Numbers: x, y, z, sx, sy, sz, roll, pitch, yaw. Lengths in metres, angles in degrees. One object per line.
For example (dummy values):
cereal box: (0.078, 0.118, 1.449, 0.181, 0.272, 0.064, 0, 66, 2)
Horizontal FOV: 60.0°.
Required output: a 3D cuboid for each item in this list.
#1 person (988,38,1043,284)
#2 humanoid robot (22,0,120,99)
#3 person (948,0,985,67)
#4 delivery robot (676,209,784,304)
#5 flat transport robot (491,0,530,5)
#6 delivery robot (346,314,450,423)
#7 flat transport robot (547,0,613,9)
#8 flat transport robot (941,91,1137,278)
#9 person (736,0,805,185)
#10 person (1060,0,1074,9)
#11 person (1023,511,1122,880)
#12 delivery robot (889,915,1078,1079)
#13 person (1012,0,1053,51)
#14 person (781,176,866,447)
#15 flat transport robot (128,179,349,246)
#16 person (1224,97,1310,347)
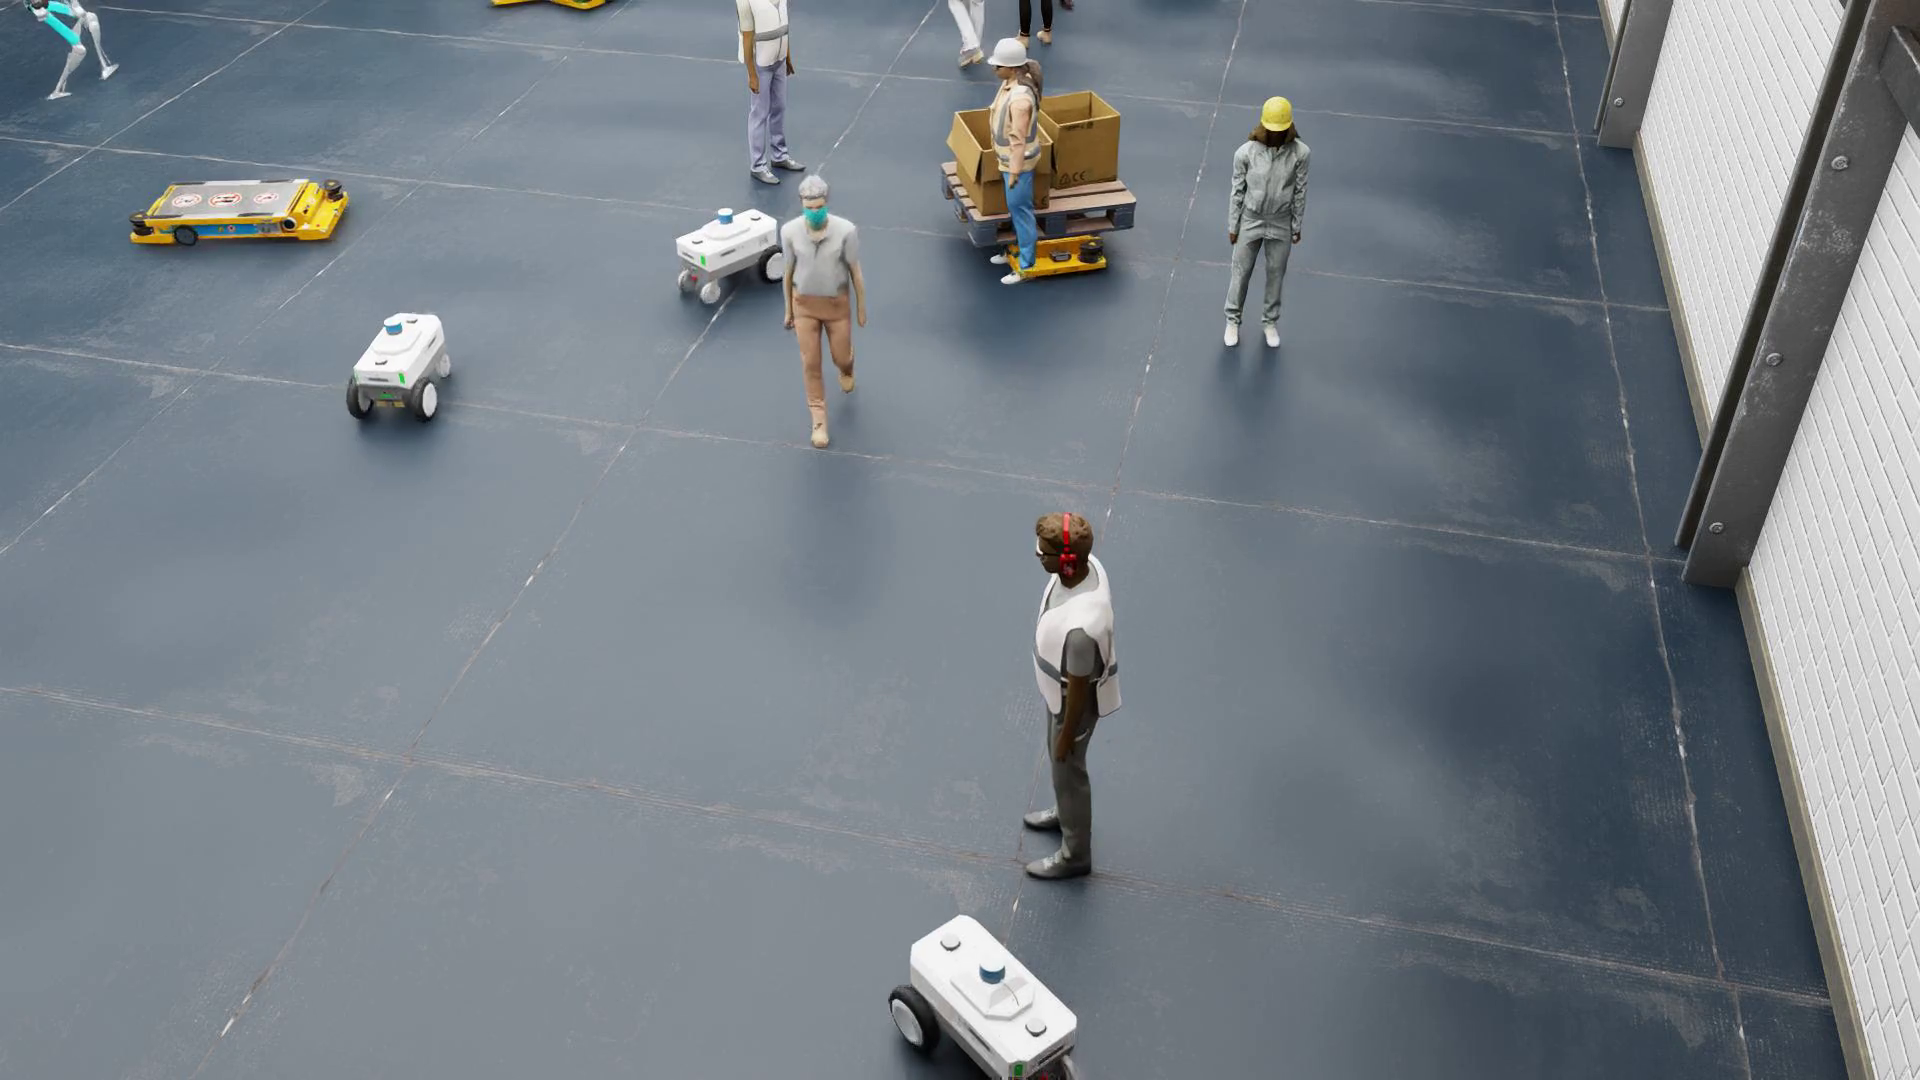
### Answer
person: (0.375, -2.629, 11.527, 0.379, 1.721, 0.484, -6, 37, -9)
humanoid robot: (-7.785, -4.757, 14.390, 0.944, 1.773, 0.537, -25, 43, -29)
person: (0.119, -5.135, 14.762, 0.627, 1.856, 0.422, -16, 40, -20)
delivery robot: (-1.614, -2.040, 11.724, 0.814, 0.612, 0.499, -30, 46, -34)
flat transport robot: (-4.570, -5.788, 16.964, 0.659, 0.231, 1.431, -15, 39, -19)
delivery robot: (-3.515, -1.124, 10.463, 0.499, 0.570, 0.750, 4, 37, 5)
flat transport robot: (-3.577, -5.714, 16.865, 0.659, 0.231, 1.431, 20, 41, 25)
flat transport robot: (0.551, -2.372, 12.393, 0.659, 0.231, 1.431, -9, 38, -12)
person: (-1.492, -3.677, 12.833, 0.396, 1.838, 0.558, 19, 41, 23)
person: (0.857, -6.087, 16.157, 0.545, 1.715, 0.767, -10, 38, -14)
person: (0.484, 0.656, 7.038, 0.389, 1.830, 0.574, 0, 37, 0)
delivery robot: (0.118, 1.832, 6.518, 0.499, 0.582, 0.773, -26, 44, -30)
person: (0.662, -5.340, 15.170, 0.536, 1.695, 0.320, -18, 40, -23)
person: (-0.809, -1.443, 9.936, 0.496, 1.723, 0.634, 0, 37, 1)
flat transport robot: (-5.420, -2.469, 12.523, 1.431, 0.231, 0.659, -2, 37, -3)
person: (1.969, -2.030, 10.713, 0.485, 1.735, 0.340, -1, 37, -1)
